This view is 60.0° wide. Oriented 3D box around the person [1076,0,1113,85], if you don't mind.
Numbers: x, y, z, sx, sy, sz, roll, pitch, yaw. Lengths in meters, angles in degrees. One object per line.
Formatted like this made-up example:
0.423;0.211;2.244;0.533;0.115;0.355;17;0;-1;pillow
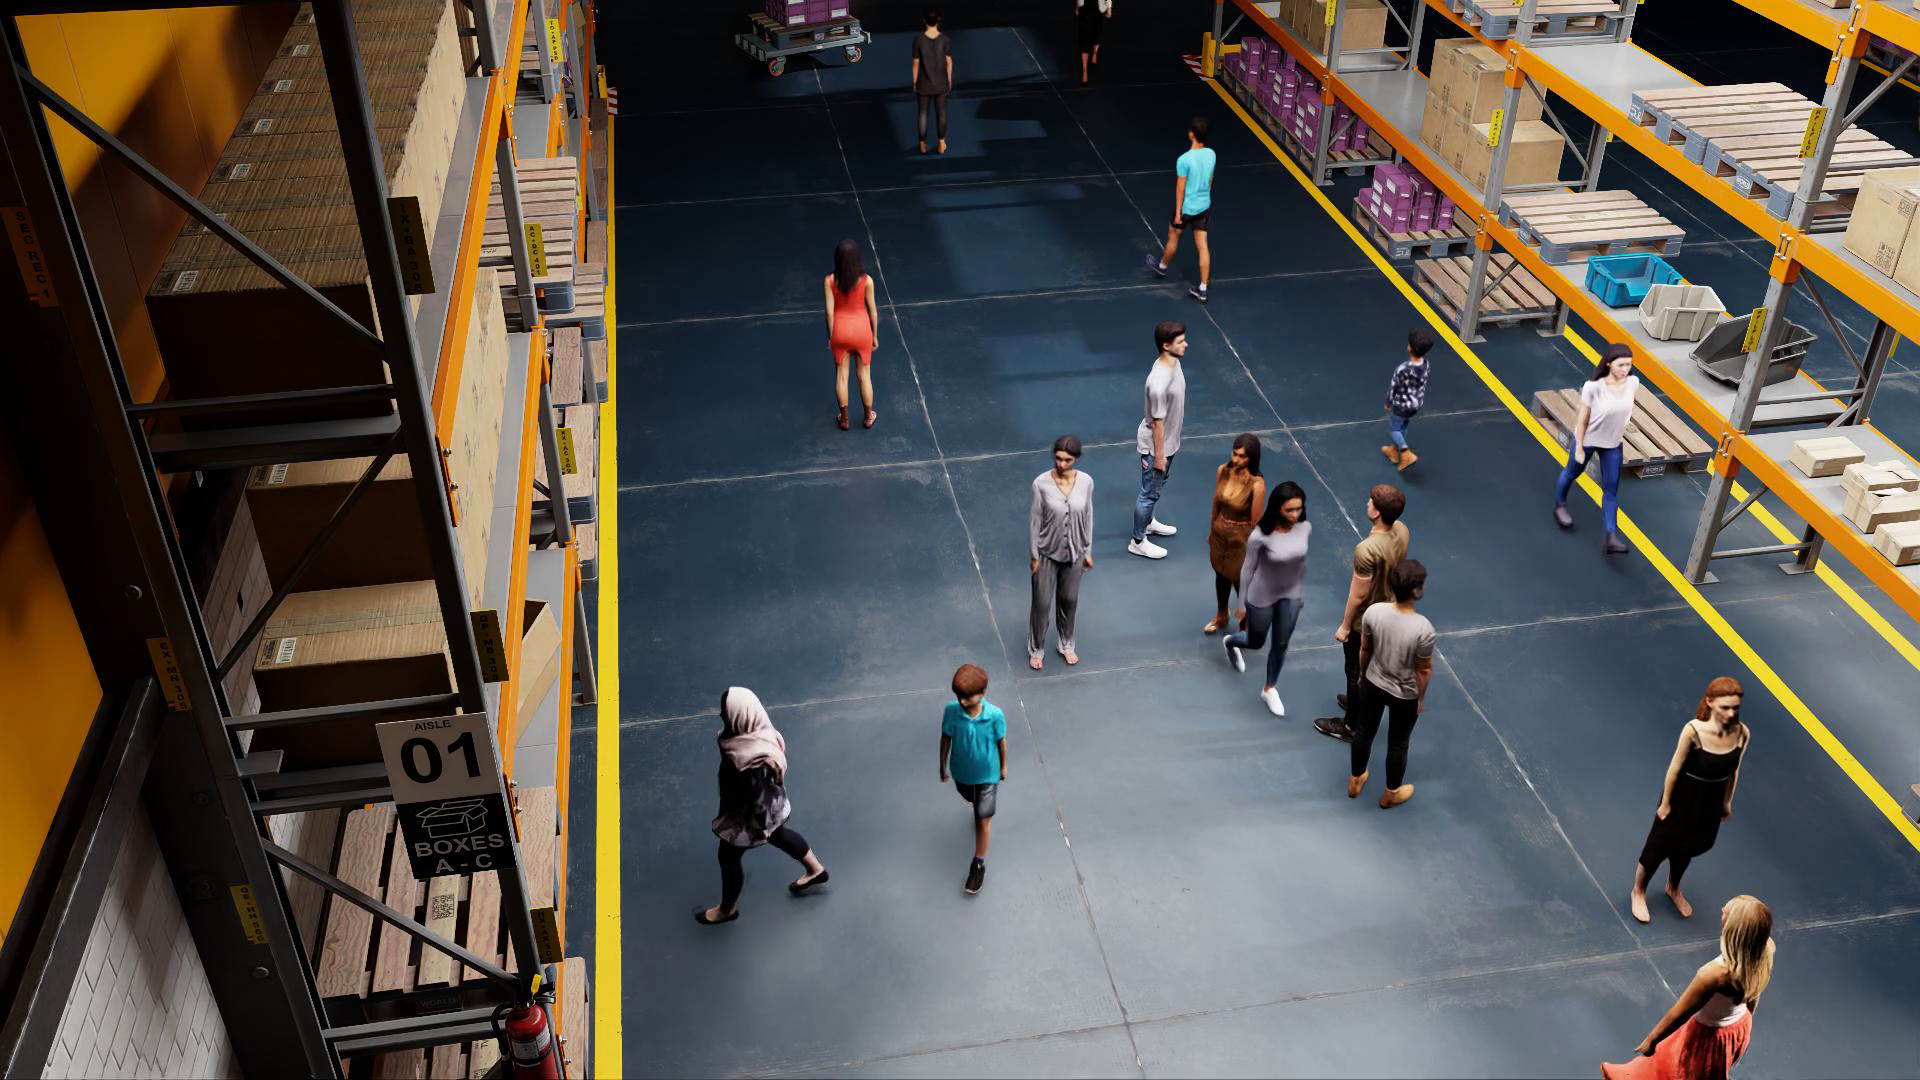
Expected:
1.732;-6.907;21.602;0.879;1.814;1.249;4;34;6;person

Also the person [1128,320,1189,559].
1.470;-0.759;12.289;0.807;1.884;0.672;10;35;14;person

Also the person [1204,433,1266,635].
1.877;0.004;11.324;0.699;1.682;0.596;-25;41;-32;person

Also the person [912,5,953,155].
-0.306;-5.347;19.345;0.667;1.714;0.646;1;34;1;person

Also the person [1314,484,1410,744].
2.583;0.457;10.489;0.780;1.852;0.745;26;41;33;person

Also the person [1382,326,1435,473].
3.618;-1.119;13.411;0.606;1.242;0.762;-15;36;-21;person

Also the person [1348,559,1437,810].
2.591;0.868;9.993;0.668;1.717;0.740;24;40;31;person

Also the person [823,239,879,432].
-0.904;-1.704;13.861;0.600;1.719;0.548;-2;34;-4;person

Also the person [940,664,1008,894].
0.099;1.263;9.667;0.794;1.419;1.040;7;34;10;person

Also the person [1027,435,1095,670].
0.661;0.063;11.153;0.577;1.774;0.511;-6;34;-8;person

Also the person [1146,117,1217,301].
2.306;-3.143;16.013;0.885;1.732;1.184;-17;37;-24;person

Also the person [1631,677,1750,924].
4.071;1.430;9.231;0.578;1.625;0.573;-3;34;-5;person

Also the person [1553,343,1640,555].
4.727;-0.748;12.493;0.608;1.640;1.077;-6;34;-9;person

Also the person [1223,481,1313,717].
1.988;0.315;10.828;0.733;1.714;0.934;-13;36;-18;person

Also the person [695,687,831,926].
-1.059;1.443;9.236;0.746;1.597;0.955;-3;34;-5;person

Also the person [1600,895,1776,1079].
3.518;2.382;7.663;0.910;1.775;1.165;-18;38;-25;person
